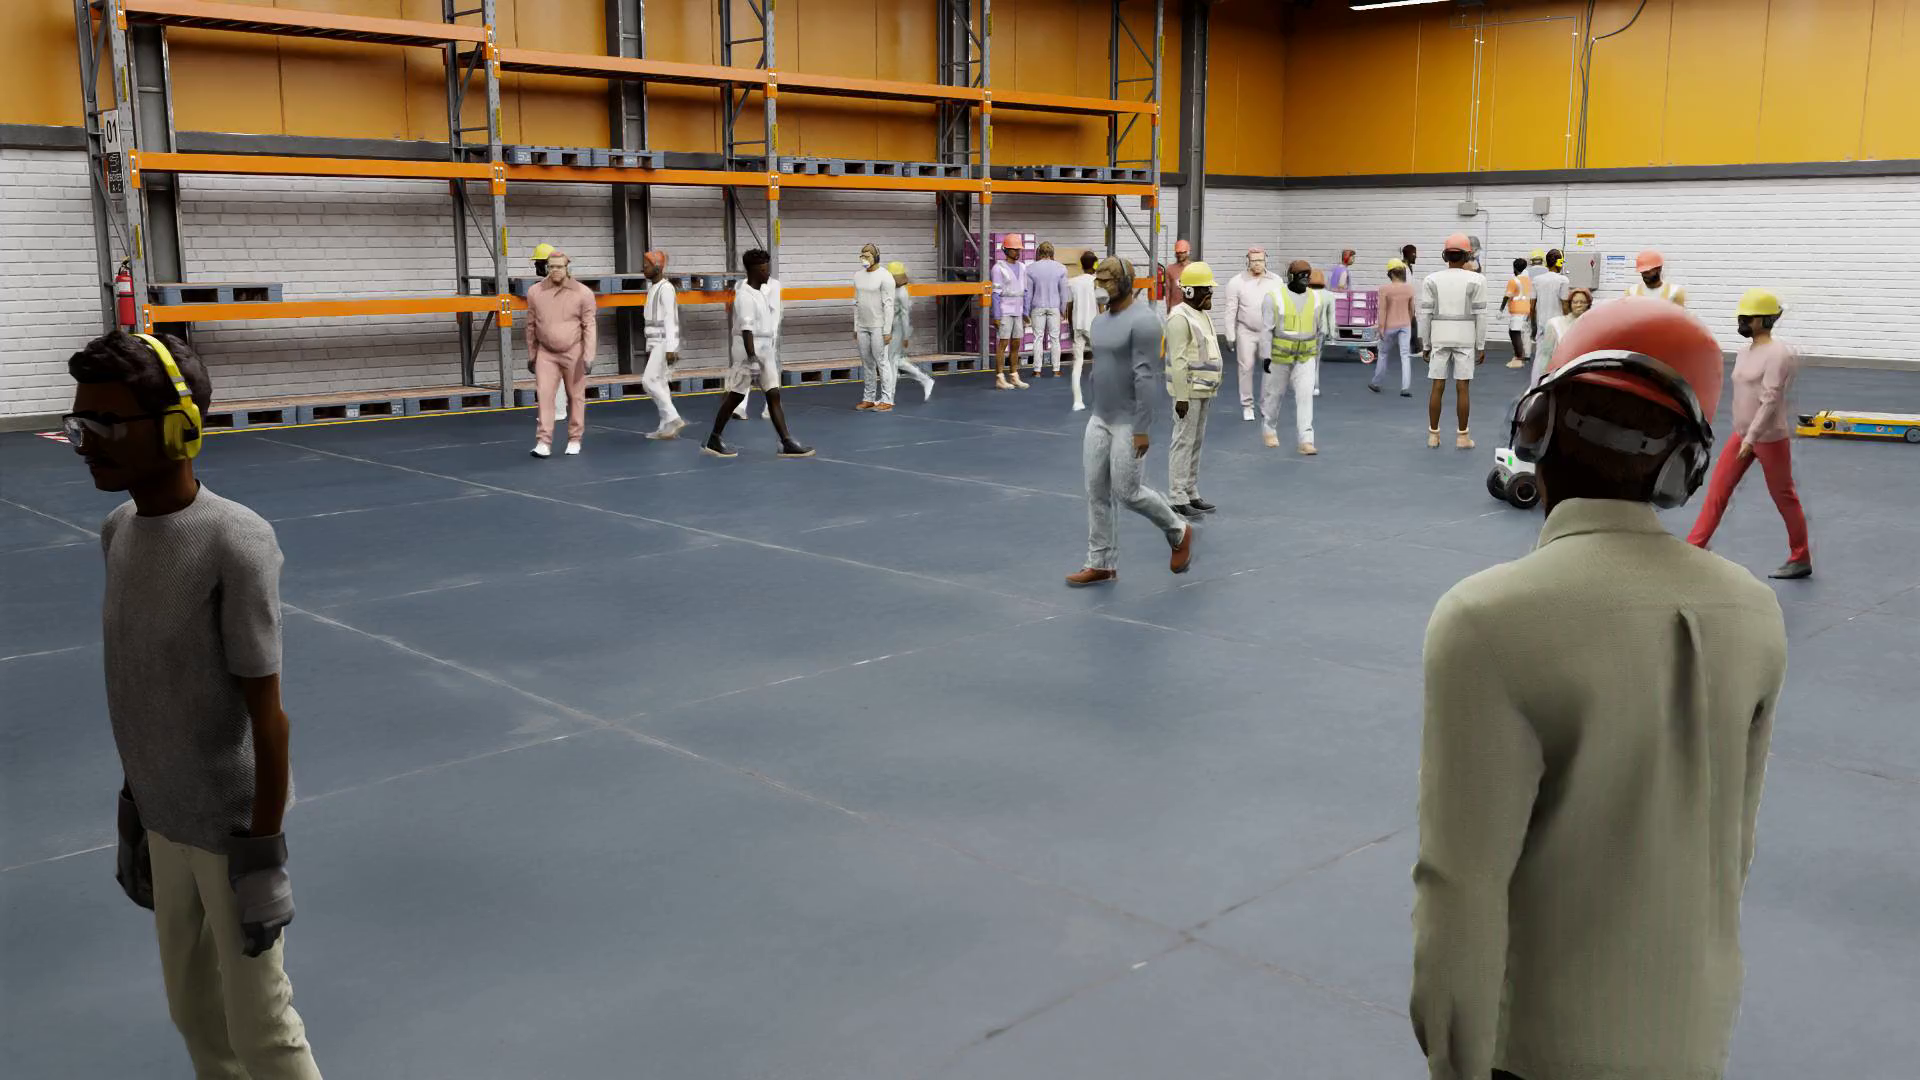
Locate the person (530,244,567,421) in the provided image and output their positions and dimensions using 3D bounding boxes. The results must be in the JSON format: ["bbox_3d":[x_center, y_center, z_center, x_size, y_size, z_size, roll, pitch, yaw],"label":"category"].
[{"bbox_3d":[-4.480,-2.258,18.167,0.363,1.928,0.587,-1,10,-5],"label":"person"}]

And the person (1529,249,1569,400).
[{"bbox_3d":[7.010,-2.518,19.759,0.328,1.865,0.521,-9,13,-39],"label":"person"}]

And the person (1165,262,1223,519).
[{"bbox_3d":[1.685,-1.076,11.980,0.404,1.831,0.600,5,11,24],"label":"person"}]

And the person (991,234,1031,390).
[{"bbox_3d":[0.683,-2.988,21.858,0.396,2.038,0.606,10,14,43],"label":"person"}]

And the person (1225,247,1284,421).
[{"bbox_3d":[3.217,-2.218,18.047,0.686,1.886,0.634,0,10,-2],"label":"person"}]

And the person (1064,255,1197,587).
[{"bbox_3d":[0.986,-0.675,9.575,0.723,1.917,0.636,-6,12,-28],"label":"person"}]

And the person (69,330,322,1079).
[{"bbox_3d":[-1.405,0.545,3.081,0.510,1.862,0.323,7,13,34],"label":"person"}]

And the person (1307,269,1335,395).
[{"bbox_3d":[4.501,-2.653,21.228,0.518,1.580,0.850,-1,10,-5],"label":"person"}]

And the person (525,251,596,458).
[{"bbox_3d":[-3.645,-1.663,15.078,0.670,1.863,0.902,0,10,1],"label":"person"}]

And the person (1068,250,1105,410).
[{"bbox_3d":[1.519,-2.456,19.495,0.550,1.836,0.865,5,12,27],"label":"person"}]

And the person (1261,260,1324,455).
[{"bbox_3d":[3.105,-1.726,15.622,0.629,1.806,0.939,-1,10,-6],"label":"person"}]

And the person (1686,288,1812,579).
[{"bbox_3d":[4.625,-0.608,9.749,0.947,1.713,0.532,-1,10,-7],"label":"person"}]

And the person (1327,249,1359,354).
[{"bbox_3d":[6.432,-4.060,28.380,0.976,1.789,0.584,-1,10,-7],"label":"person"}]

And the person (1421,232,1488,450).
[{"bbox_3d":[4.660,-1.867,15.716,0.608,2.046,0.368,5,12,27],"label":"person"}]

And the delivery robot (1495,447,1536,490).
[{"bbox_3d":[4.409,-0.577,12.492,0.707,0.478,0.477,0,10,-1],"label":"delivery robot"}]

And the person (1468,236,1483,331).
[{"bbox_3d":[8.197,-3.924,26.940,0.737,2.000,0.549,-10,14,-44],"label":"person"}]

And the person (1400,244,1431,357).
[{"bbox_3d":[7.348,-3.988,27.761,0.976,1.878,0.595,6,12,31],"label":"person"}]

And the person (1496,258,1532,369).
[{"bbox_3d":[8.453,-3.448,25.315,0.452,1.669,0.558,10,14,44],"label":"person"}]

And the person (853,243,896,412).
[{"bbox_3d":[-0.994,-2.437,19.151,0.367,1.932,0.622,-10,14,-43],"label":"person"}]

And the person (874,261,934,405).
[{"bbox_3d":[-0.686,-2.467,19.858,0.727,1.720,0.489,-2,11,-12],"label":"person"}]

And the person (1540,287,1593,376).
[{"bbox_3d":[5.134,-1.325,13.954,0.507,1.606,0.820,4,11,23],"label":"person"}]

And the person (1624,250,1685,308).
[{"bbox_3d":[6.618,-1.821,15.898,0.575,1.873,0.992,8,13,37],"label":"person"}]

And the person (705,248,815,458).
[{"bbox_3d":[-1.884,-1.680,15.075,1.025,1.912,0.618,2,11,10],"label":"person"}]

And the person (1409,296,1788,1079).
[{"bbox_3d":[0.779,0.667,2.182,0.761,1.943,0.495,-6,12,-31],"label":"person"}]

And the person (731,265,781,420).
[{"bbox_3d":[-2.248,-2.226,18.231,0.575,1.840,0.925,3,11,16],"label":"person"}]

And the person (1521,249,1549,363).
[{"bbox_3d":[9.123,-3.711,26.413,0.616,1.804,0.440,2,11,10],"label":"person"}]

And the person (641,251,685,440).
[{"bbox_3d":[-2.989,-1.907,16.417,0.421,1.865,0.611,-4,11,-23],"label":"person"}]

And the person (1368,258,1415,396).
[{"bbox_3d":[5.512,-2.700,21.144,0.542,1.725,0.912,-2,11,-9],"label":"person"}]

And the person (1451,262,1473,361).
[{"bbox_3d":[7.895,-3.578,26.268,0.508,1.583,0.843,-4,11,-23],"label":"person"}]

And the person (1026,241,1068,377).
[{"bbox_3d":[1.218,-3.281,23.717,0.628,1.940,0.373,0,10,-2],"label":"person"}]

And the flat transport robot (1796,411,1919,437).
[{"bbox_3d":[9.180,-1.145,16.619,1.431,0.197,0.652,6,12,30],"label":"flat transport robot"}]

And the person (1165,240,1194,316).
[{"bbox_3d":[3.458,-3.637,25.597,0.607,1.963,0.945,3,11,18],"label":"person"}]
